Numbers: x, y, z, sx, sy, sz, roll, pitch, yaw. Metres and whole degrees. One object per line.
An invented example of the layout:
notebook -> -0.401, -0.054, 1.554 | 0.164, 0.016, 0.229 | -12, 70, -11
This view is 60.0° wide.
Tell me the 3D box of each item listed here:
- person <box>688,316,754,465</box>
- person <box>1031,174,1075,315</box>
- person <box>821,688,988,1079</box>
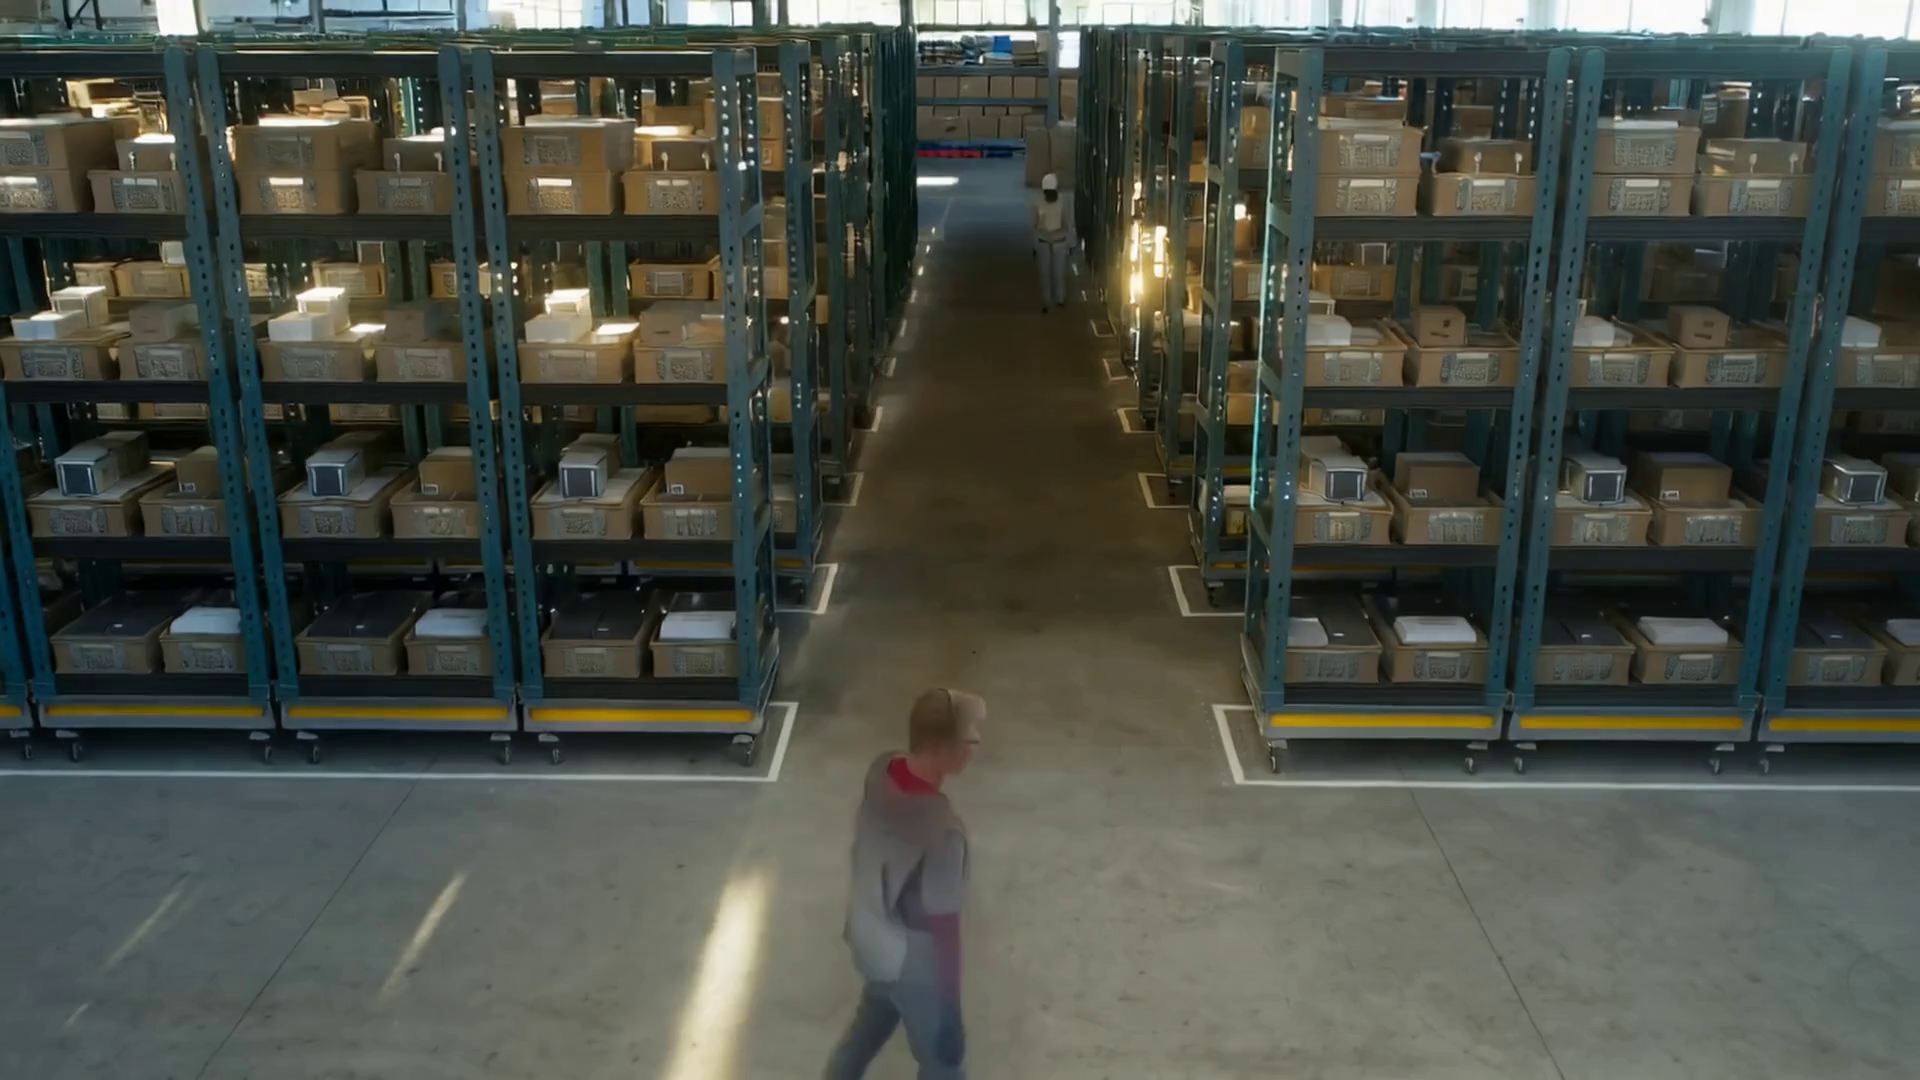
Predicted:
person -> -1.863, -0.918, 12.138 | 1.094, 1.918, 0.614 | -2, 18, -8
person -> 1.222, -3.904, 21.862 | 0.595, 1.799, 0.832 | 3, 18, 9
person -> -0.207, 1.310, 5.217 | 0.538, 1.818, 0.795 | -8, 19, -24
